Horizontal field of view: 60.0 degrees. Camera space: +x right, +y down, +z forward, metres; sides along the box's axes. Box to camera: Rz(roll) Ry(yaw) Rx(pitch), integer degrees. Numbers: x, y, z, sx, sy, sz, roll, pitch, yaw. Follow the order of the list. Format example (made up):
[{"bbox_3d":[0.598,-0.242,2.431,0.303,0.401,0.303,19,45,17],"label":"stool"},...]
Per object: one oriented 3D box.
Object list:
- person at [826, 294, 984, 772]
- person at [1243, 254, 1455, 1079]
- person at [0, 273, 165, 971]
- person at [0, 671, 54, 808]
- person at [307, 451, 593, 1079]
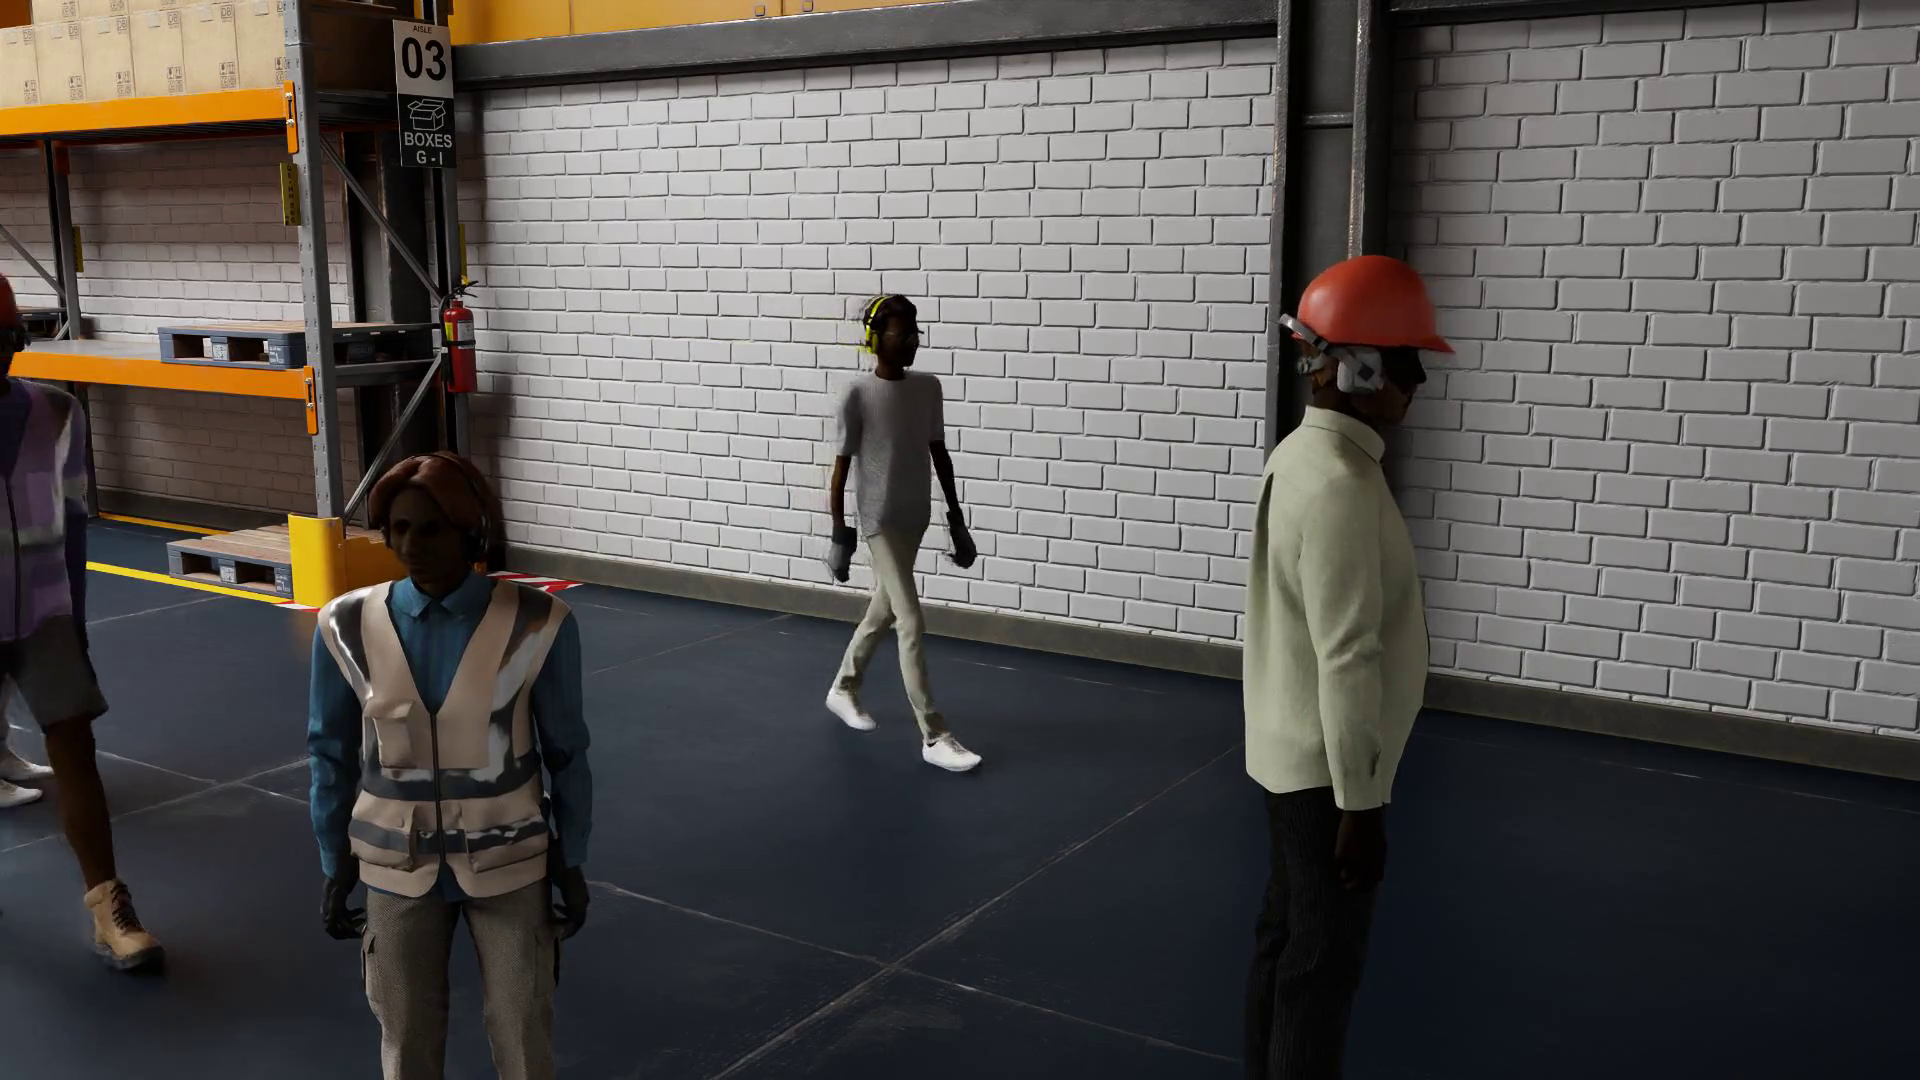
[{"bbox_3d":[-0.262,-0.058,6.588,1.007,1.827,0.519,10,14,44],"label":"person"},{"bbox_3d":[0.755,0.438,3.336,0.382,1.994,0.608,0,10,1],"label":"person"},{"bbox_3d":[-2.736,0.201,4.710,1.076,1.983,0.609,8,13,36],"label":"person"},{"bbox_3d":[-3.528,0.023,5.936,0.400,1.897,0.653,-4,11,-19],"label":"person"},{"bbox_3d":[-0.965,0.643,3.187,0.522,1.636,0.309,-1,10,-4],"label":"person"}]
